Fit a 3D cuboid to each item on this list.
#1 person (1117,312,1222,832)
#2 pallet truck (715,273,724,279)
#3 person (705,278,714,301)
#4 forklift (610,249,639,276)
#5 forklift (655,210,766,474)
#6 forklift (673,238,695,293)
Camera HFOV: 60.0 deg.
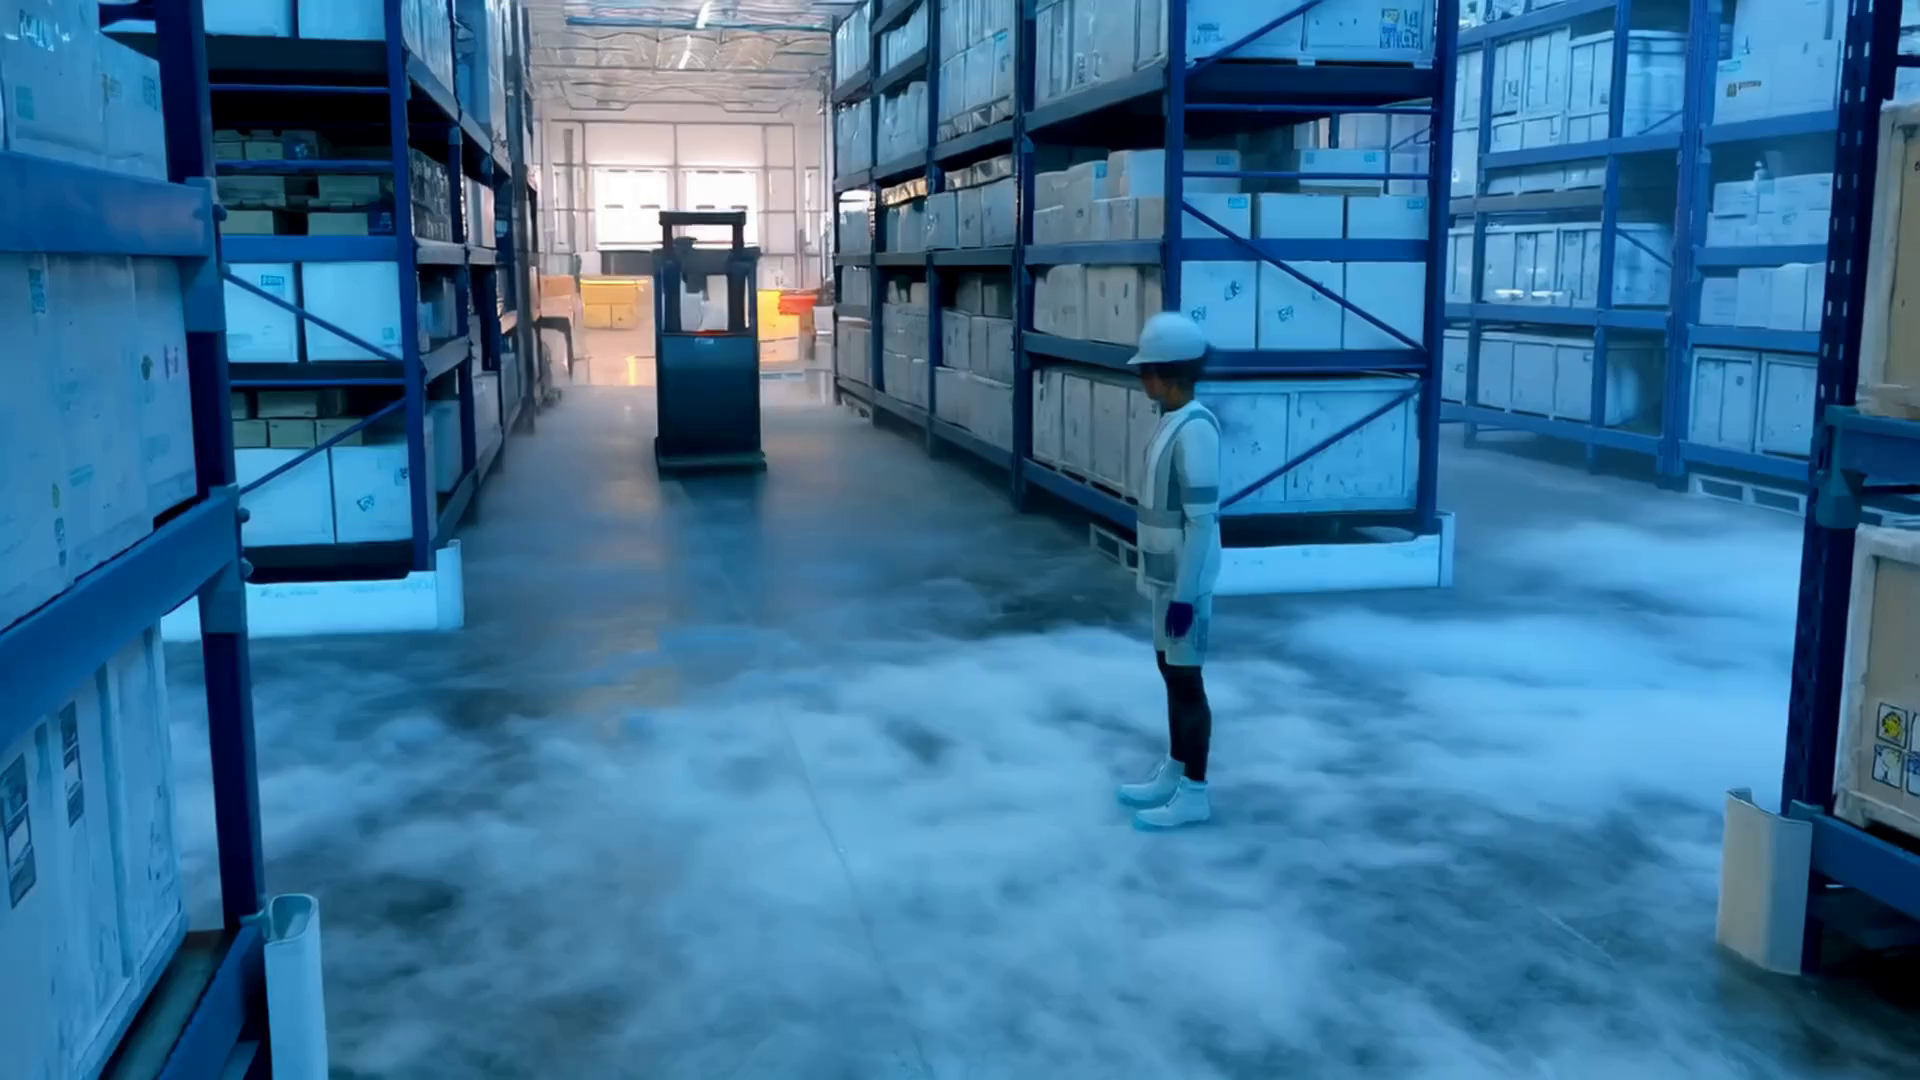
[{"bbox_3d":[0.834,0.130,6.574,0.381,2.044,0.605,0,9,-2],"label":"person"},{"bbox_3d":[-8.580,-8.986,62.280,1.885,1.965,0.823,1,9,5],"label":"pallet truck"},{"bbox_3d":[-7.398,-6.930,50.093,1.005,1.878,0.660,8,12,41],"label":"person"},{"bbox_3d":[-11.590,-8.676,57.704,1.129,2.768,1.873,-7,12,-38],"label":"forklift"},{"bbox_3d":[-2.809,-2.215,18.326,1.129,2.768,1.873,-2,10,-12],"label":"forklift"},{"bbox_3d":[-5.968,-5.100,35.909,1.873,2.768,1.129,-2,10,-13],"label":"forklift"}]
